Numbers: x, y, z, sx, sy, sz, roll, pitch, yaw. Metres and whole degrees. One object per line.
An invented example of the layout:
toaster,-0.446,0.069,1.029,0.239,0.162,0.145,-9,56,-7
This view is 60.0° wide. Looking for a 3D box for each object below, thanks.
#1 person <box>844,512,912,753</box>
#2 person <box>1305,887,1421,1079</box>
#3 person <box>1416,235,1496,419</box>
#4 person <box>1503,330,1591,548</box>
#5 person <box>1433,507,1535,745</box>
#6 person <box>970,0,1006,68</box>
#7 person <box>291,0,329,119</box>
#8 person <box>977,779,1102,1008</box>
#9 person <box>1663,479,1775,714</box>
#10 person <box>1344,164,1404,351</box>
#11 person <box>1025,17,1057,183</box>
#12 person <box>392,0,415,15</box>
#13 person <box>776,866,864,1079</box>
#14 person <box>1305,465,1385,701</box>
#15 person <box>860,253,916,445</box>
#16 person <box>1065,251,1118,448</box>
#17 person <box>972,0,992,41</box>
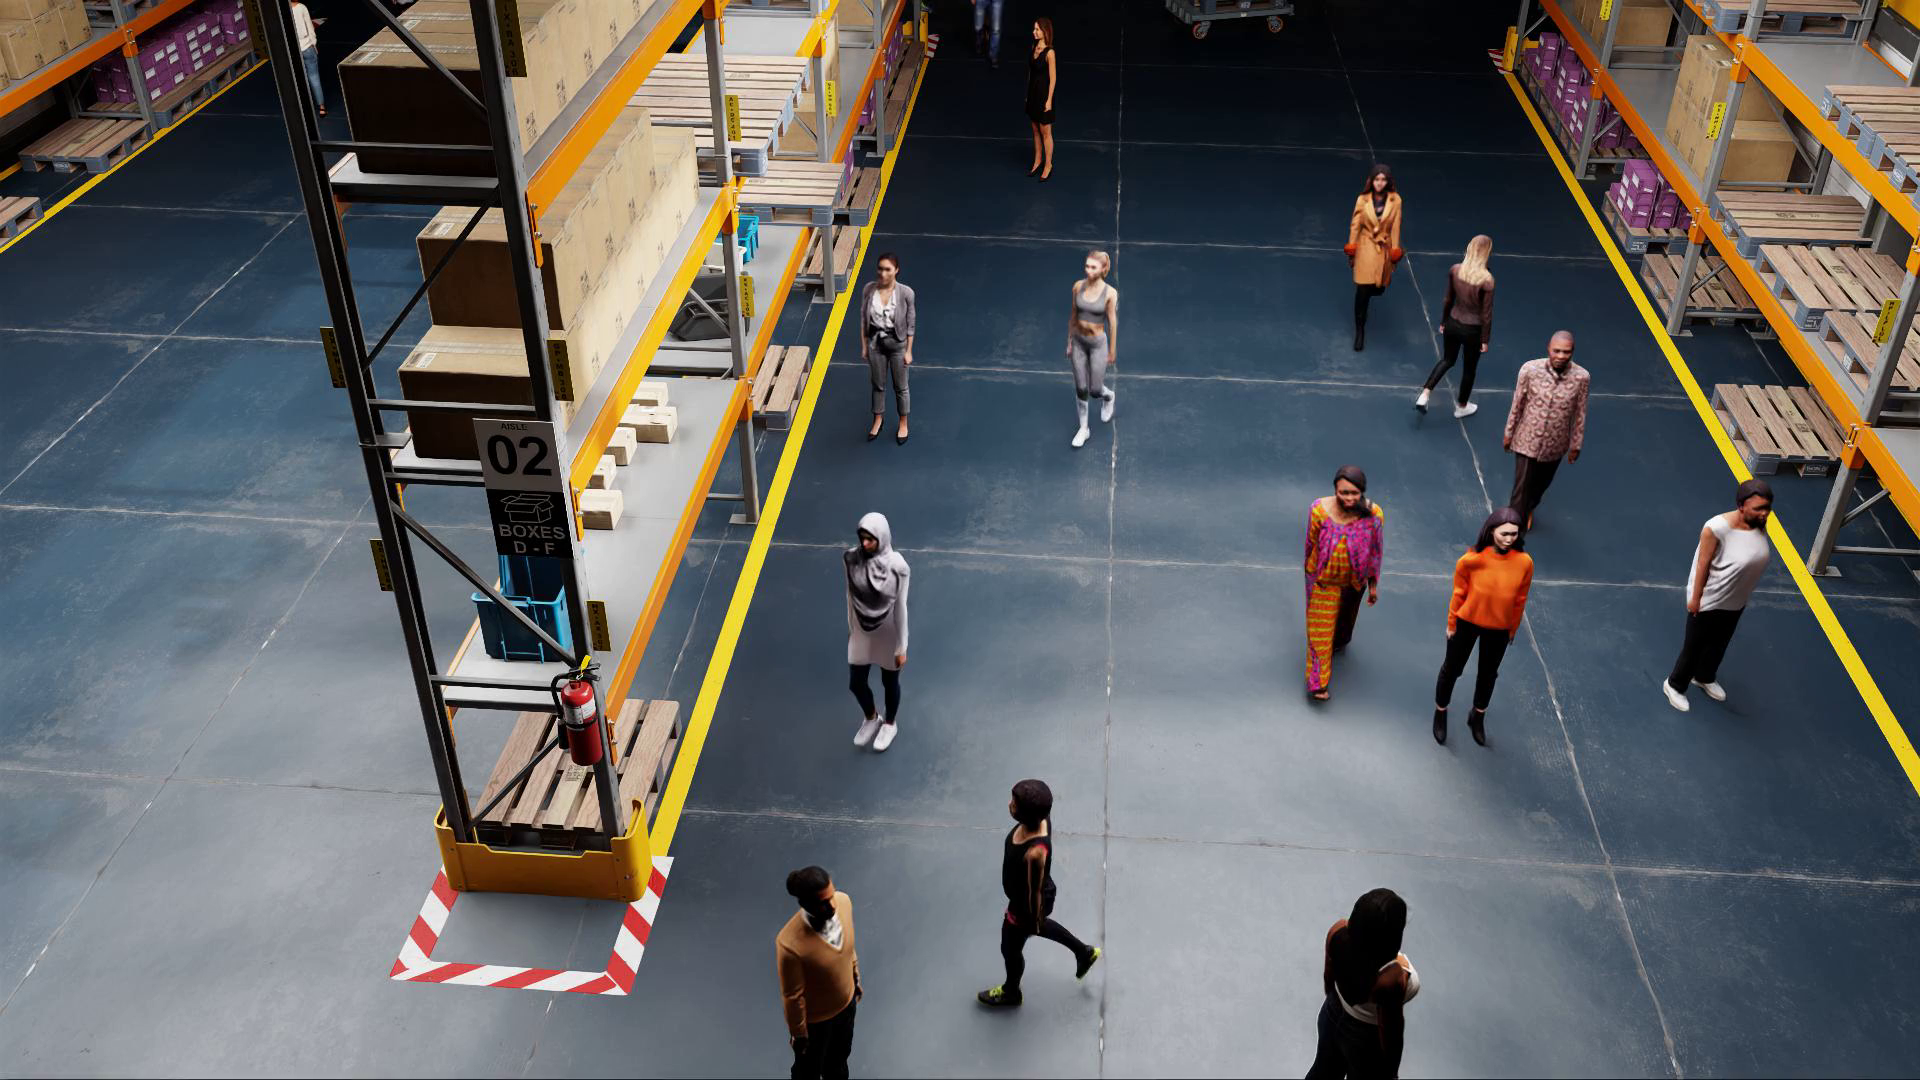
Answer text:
person,-0.462,0.546,10.442,0.677,1.765,0.663,13,36,18
person,1.851,2.304,7.757,0.806,1.810,0.711,-16,37,-22
person,4.188,-1.740,13.948,1.006,1.690,0.963,-23,40,-30
person,4.343,-0.767,12.409,0.778,1.774,1.189,7,34,10
person,3.280,0.533,10.477,0.615,1.748,0.544,4,34,6
person,0.363,-7.307,22.197,0.818,1.832,1.108,-5,34,-8
person,-8.093,-5.993,20.355,0.697,1.682,0.695,-13,36,-18
person,0.430,1.855,8.679,0.628,1.537,0.829,0,34,1
person,4.972,0.339,10.823,0.757,1.688,0.770,-14,36,-20
person,3.789,-2.635,15.282,0.698,1.705,0.948,5,34,7
person,0.911,-4.916,18.598,0.726,1.834,0.645,-20,38,-27
person,-7.816,-7.693,23.319,0.714,1.232,0.891,-12,36,-18
person,-0.661,2.216,7.939,0.810,1.755,0.692,20,38,27
person,2.554,0.166,11.102,0.628,1.668,1.151,3,34,4
person,-0.588,-1.591,13.735,0.651,1.679,0.635,8,34,12
person,1.112,-1.612,13.756,0.767,1.690,0.921,17,37,24
person,0.251,-7.763,23.026,0.688,1.673,0.721,-13,36,-18
